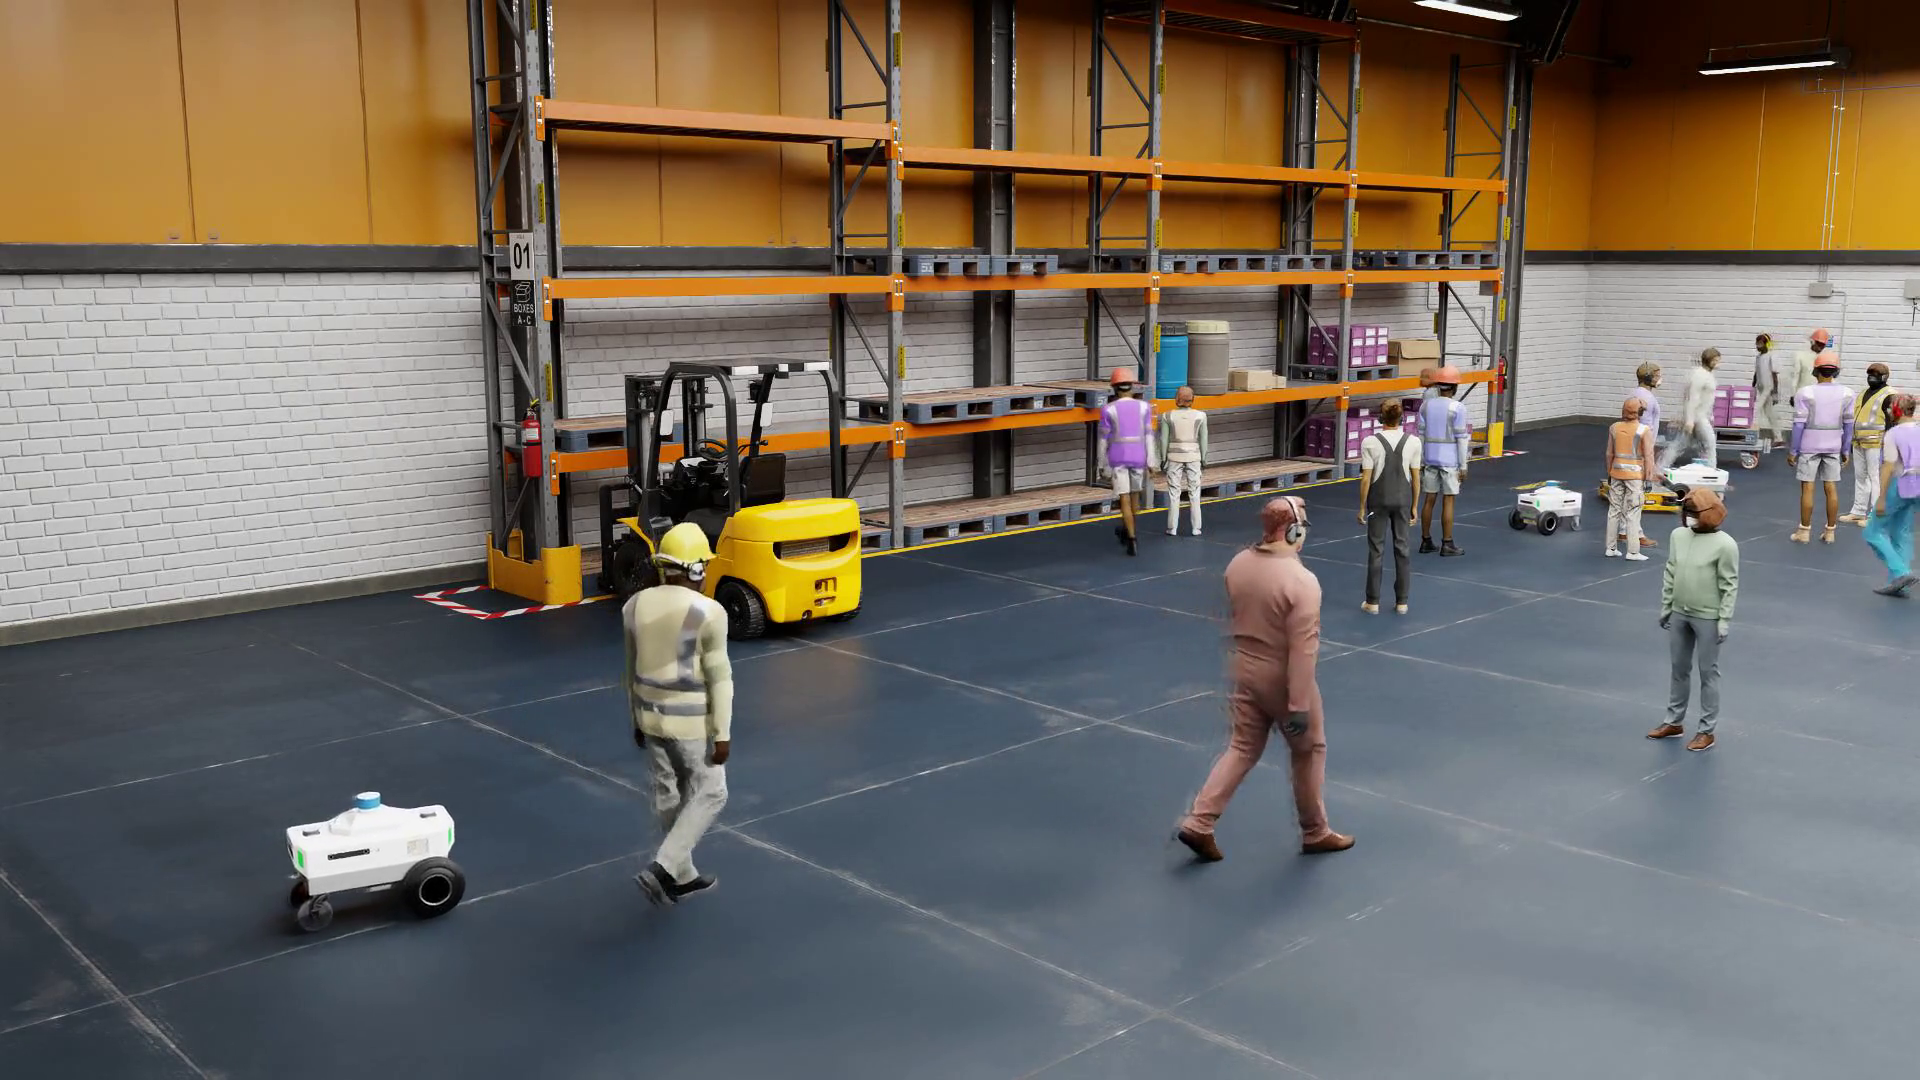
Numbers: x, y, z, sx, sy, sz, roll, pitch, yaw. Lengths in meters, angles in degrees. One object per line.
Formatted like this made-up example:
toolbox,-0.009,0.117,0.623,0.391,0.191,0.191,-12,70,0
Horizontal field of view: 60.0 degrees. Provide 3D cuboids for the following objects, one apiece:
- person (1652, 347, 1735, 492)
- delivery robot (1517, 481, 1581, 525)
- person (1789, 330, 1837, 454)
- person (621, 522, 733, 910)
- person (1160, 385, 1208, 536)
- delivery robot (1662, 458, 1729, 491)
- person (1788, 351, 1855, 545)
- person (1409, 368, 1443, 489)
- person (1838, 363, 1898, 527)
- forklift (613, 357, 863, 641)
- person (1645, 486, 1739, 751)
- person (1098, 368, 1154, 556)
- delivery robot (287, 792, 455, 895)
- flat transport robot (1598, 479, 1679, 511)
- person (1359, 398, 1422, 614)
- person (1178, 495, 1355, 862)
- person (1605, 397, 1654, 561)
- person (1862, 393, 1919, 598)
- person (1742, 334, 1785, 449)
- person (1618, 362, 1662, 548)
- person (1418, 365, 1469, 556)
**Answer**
person,9.520,-1.571,21.575,1.021,1.885,0.713,6,11,32
delivery robot,6.508,-0.410,18.351,0.707,0.478,0.477,-5,11,-27
person,12.910,-2.202,25.116,0.600,1.922,1.025,0,10,-2
person,-1.318,0.831,7.666,0.607,1.815,0.555,6,11,30
person,2.421,-0.849,18.021,0.515,1.642,0.314,1,10,5
delivery robot,9.011,-0.756,20.378,0.707,0.478,0.477,1,10,7
person,9.061,-0.970,17.549,0.613,2.041,0.393,1,10,6
person,6.107,-1.456,21.760,0.876,1.578,0.500,4,11,23
person,10.253,-1.073,18.737,0.429,1.844,0.633,-1,10,-6
forklift,-1.847,-0.414,13.852,1.214,2.155,2.313,-9,13,-42
person,4.543,0.478,10.273,0.286,1.633,0.500,-4,11,-24
person,1.674,-0.818,17.122,0.565,1.882,0.978,-2,10,-13
delivery robot,-2.724,1.410,7.692,0.707,0.478,0.477,-5,11,-28
flat transport robot,8.266,-0.553,20.292,0.652,0.197,1.431,2,10,10
person,3.633,-0.283,14.108,0.506,1.846,0.346,0,10,2
person,1.556,0.699,8.293,0.919,1.868,0.649,-6,11,-30
person,6.689,-0.610,16.628,0.308,1.636,0.524,-6,11,-30
person,8.322,-0.389,14.762,0.590,1.827,0.447,-6,11,-31
person,12.604,-2.333,26.196,0.940,1.809,0.581,0,10,1
person,7.138,-0.898,17.437,0.371,1.941,0.627,1,10,8
person,4.922,-0.802,16.887,0.371,1.934,0.557,-8,12,-38
